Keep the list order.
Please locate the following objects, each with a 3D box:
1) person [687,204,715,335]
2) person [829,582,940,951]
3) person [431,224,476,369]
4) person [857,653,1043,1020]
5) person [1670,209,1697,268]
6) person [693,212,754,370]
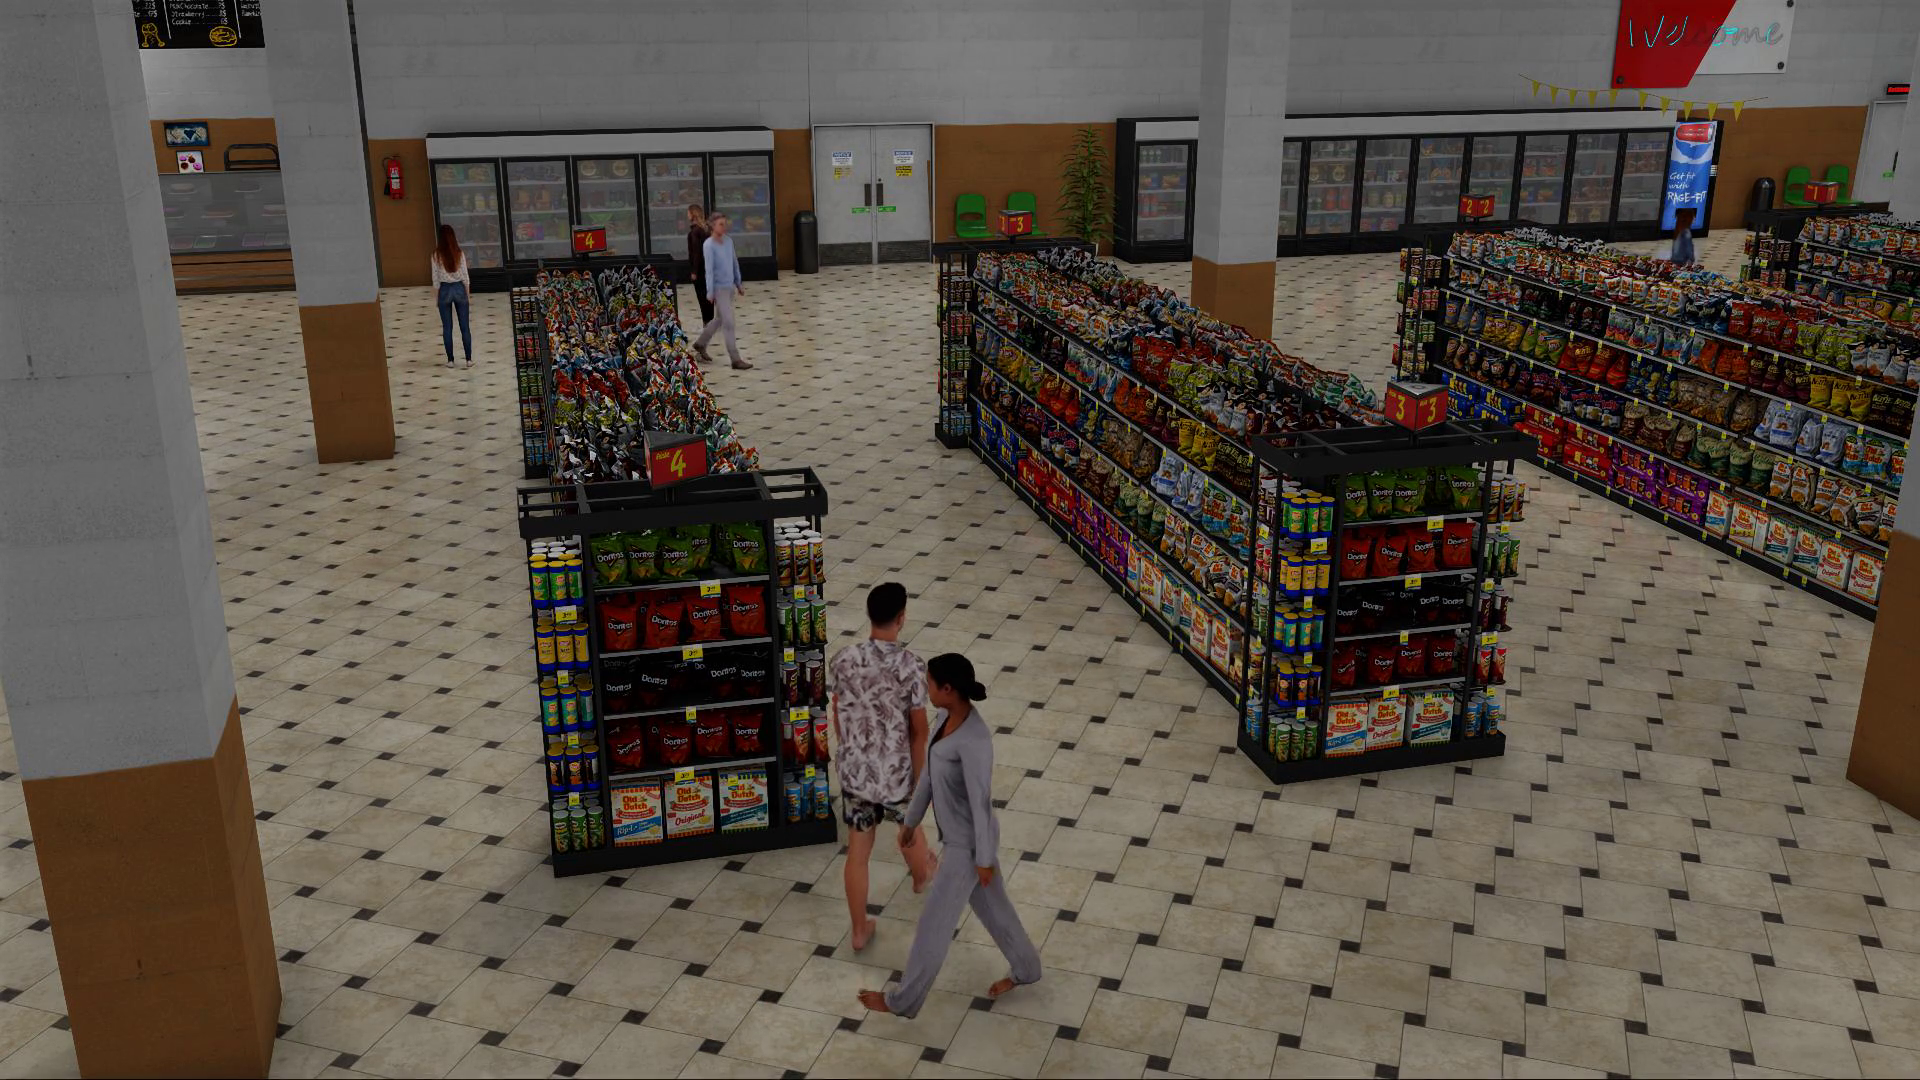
[{"bbox_3d":[-3.434,-3.595,22.067,0.738,1.703,0.598,4,19,10],"label":"person"},{"bbox_3d":[-0.411,1.126,7.951,1.010,1.778,1.182,5,19,13],"label":"person"},{"bbox_3d":[-6.142,-2.955,20.129,0.587,1.729,0.505,-6,20,-17],"label":"person"},{"bbox_3d":[0.106,1.333,7.491,0.735,1.679,1.047,-6,20,-17],"label":"person"},{"bbox_3d":[10.017,-3.893,23.333,0.802,1.459,0.802,3,19,9],"label":"person"},{"bbox_3d":[-2.934,-3.004,20.071,1.223,1.859,1.204,9,21,25],"label":"person"}]
